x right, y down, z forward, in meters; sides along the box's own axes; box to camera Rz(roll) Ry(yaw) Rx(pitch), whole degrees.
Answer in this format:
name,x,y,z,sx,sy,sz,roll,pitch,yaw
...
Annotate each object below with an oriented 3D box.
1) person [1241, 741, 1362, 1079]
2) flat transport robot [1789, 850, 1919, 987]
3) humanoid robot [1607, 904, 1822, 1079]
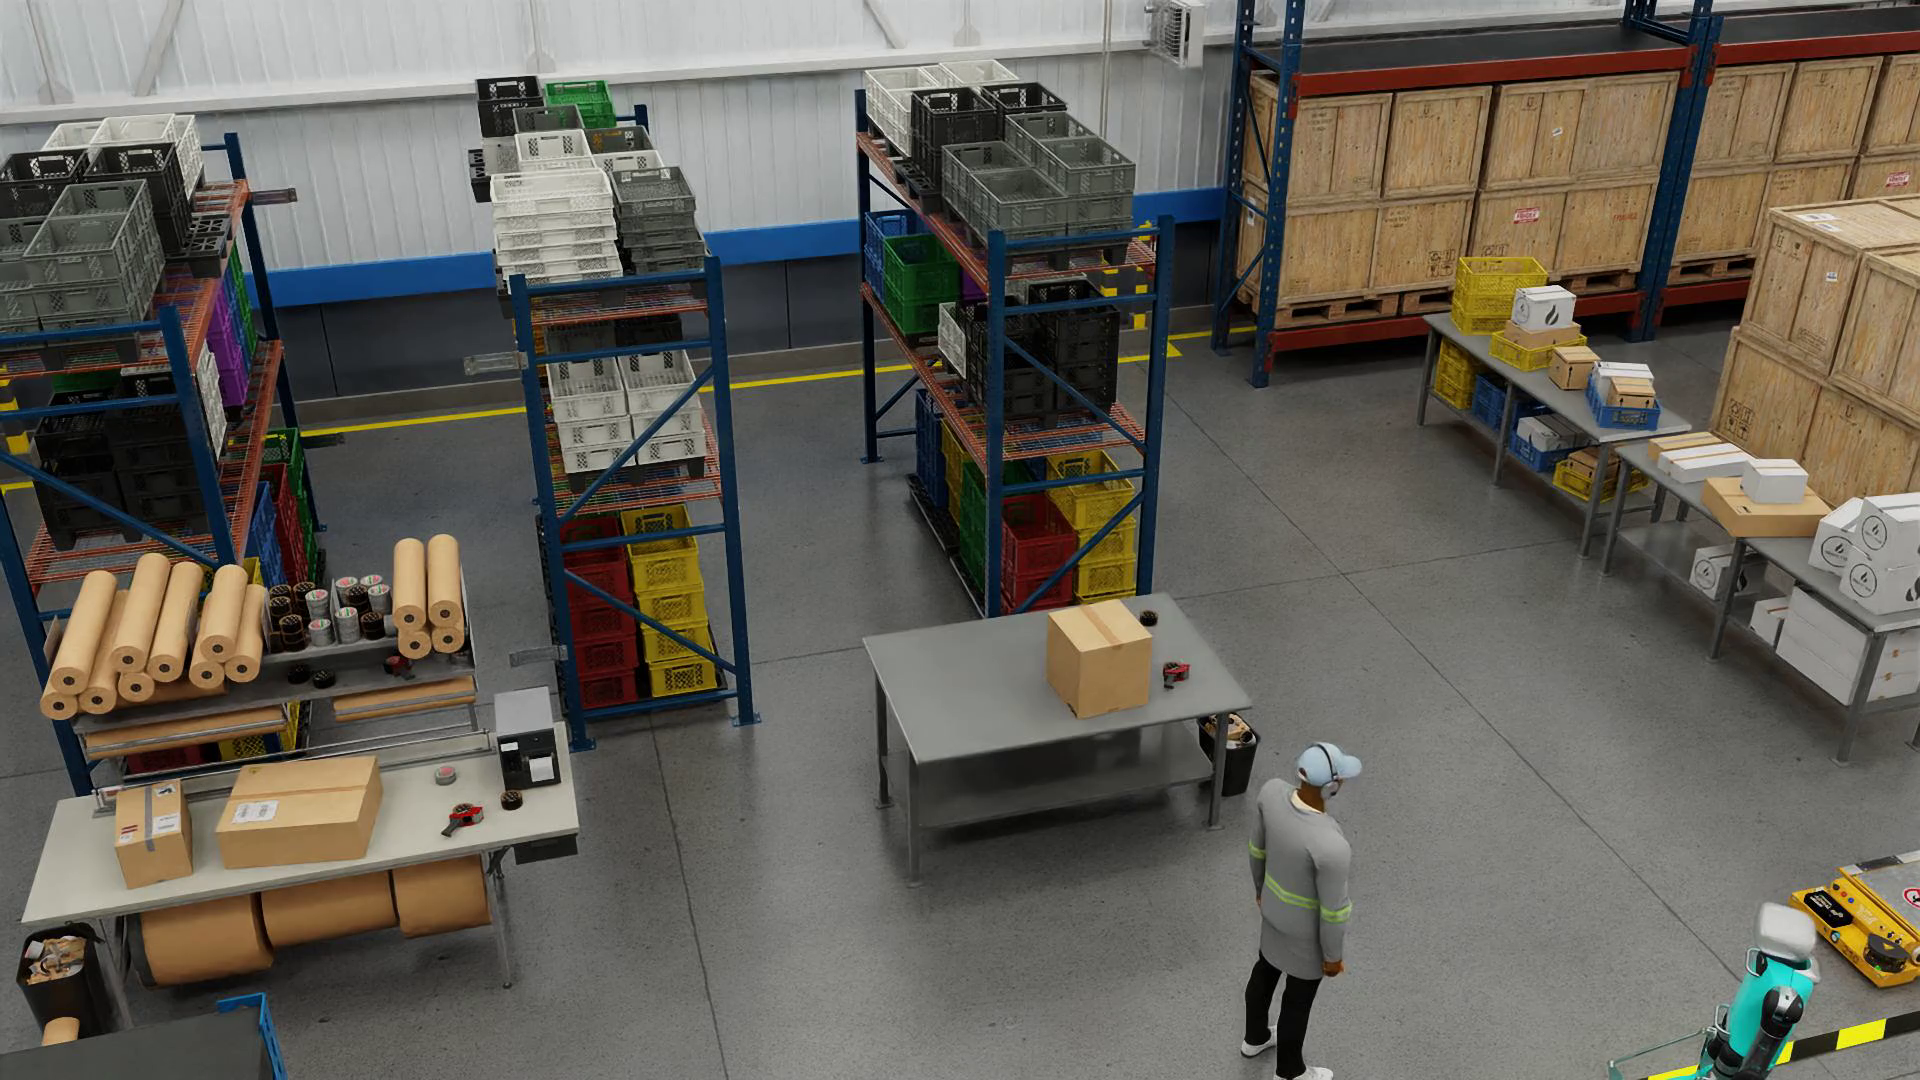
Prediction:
name,x,y,z,sx,sy,sz,roll,pitch,yaw
person,1.543,1.675,7.470,0.391,1.850,0.599,-14,32,-23
flat transport robot,5.163,1.916,8.676,1.431,0.231,0.659,-8,30,-14
humanoid robot,2.889,2.106,6.665,0.735,1.677,0.533,13,31,22
